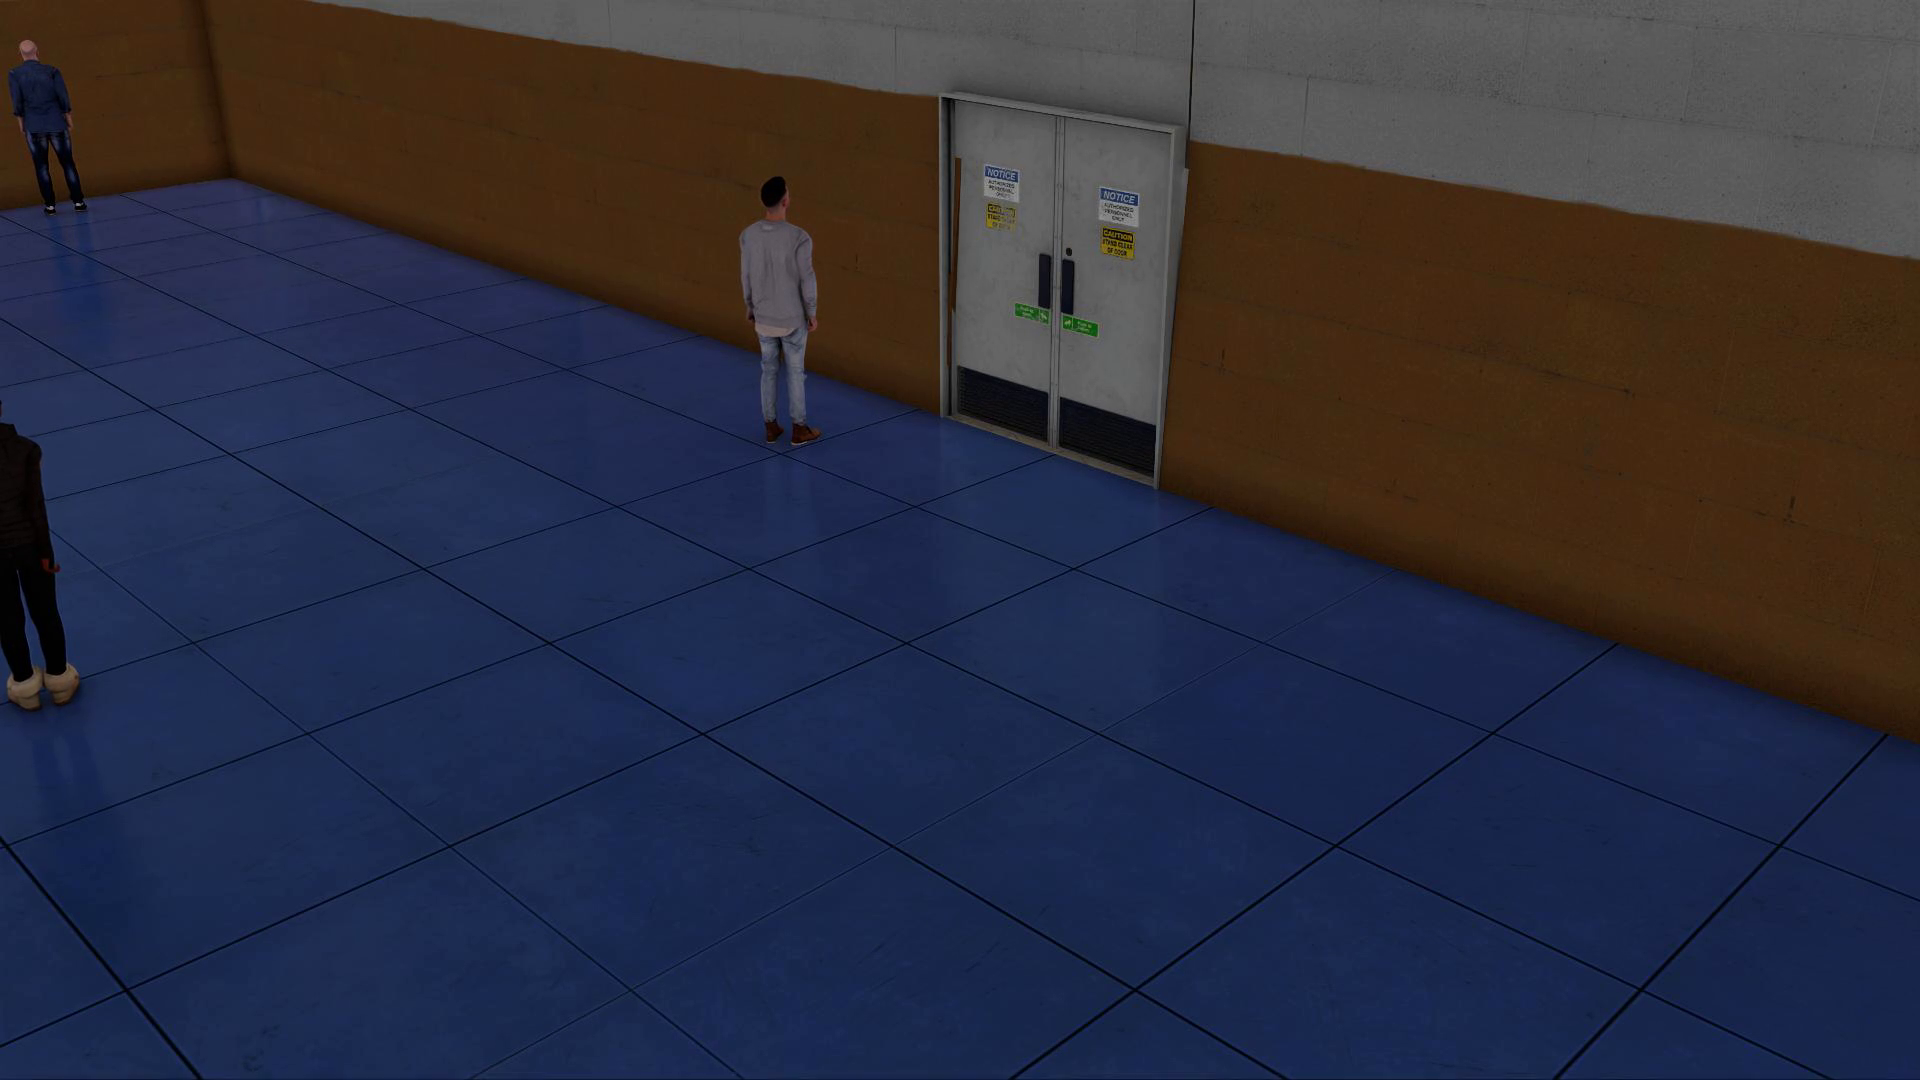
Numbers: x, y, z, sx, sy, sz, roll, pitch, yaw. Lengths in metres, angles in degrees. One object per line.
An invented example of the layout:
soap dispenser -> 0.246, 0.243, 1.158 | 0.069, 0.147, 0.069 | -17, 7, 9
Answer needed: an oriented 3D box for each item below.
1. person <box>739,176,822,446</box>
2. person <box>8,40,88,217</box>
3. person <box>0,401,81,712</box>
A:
person -> -1.215, -1.547, 11.268 | 0.764, 1.839, 0.733 | 8, 25, 17
person -> -9.823, -4.428, 17.871 | 0.623, 1.825, 0.839 | -13, 27, -27
person -> -4.469, 0.050, 7.842 | 0.666, 1.660, 0.594 | 9, 25, 19
